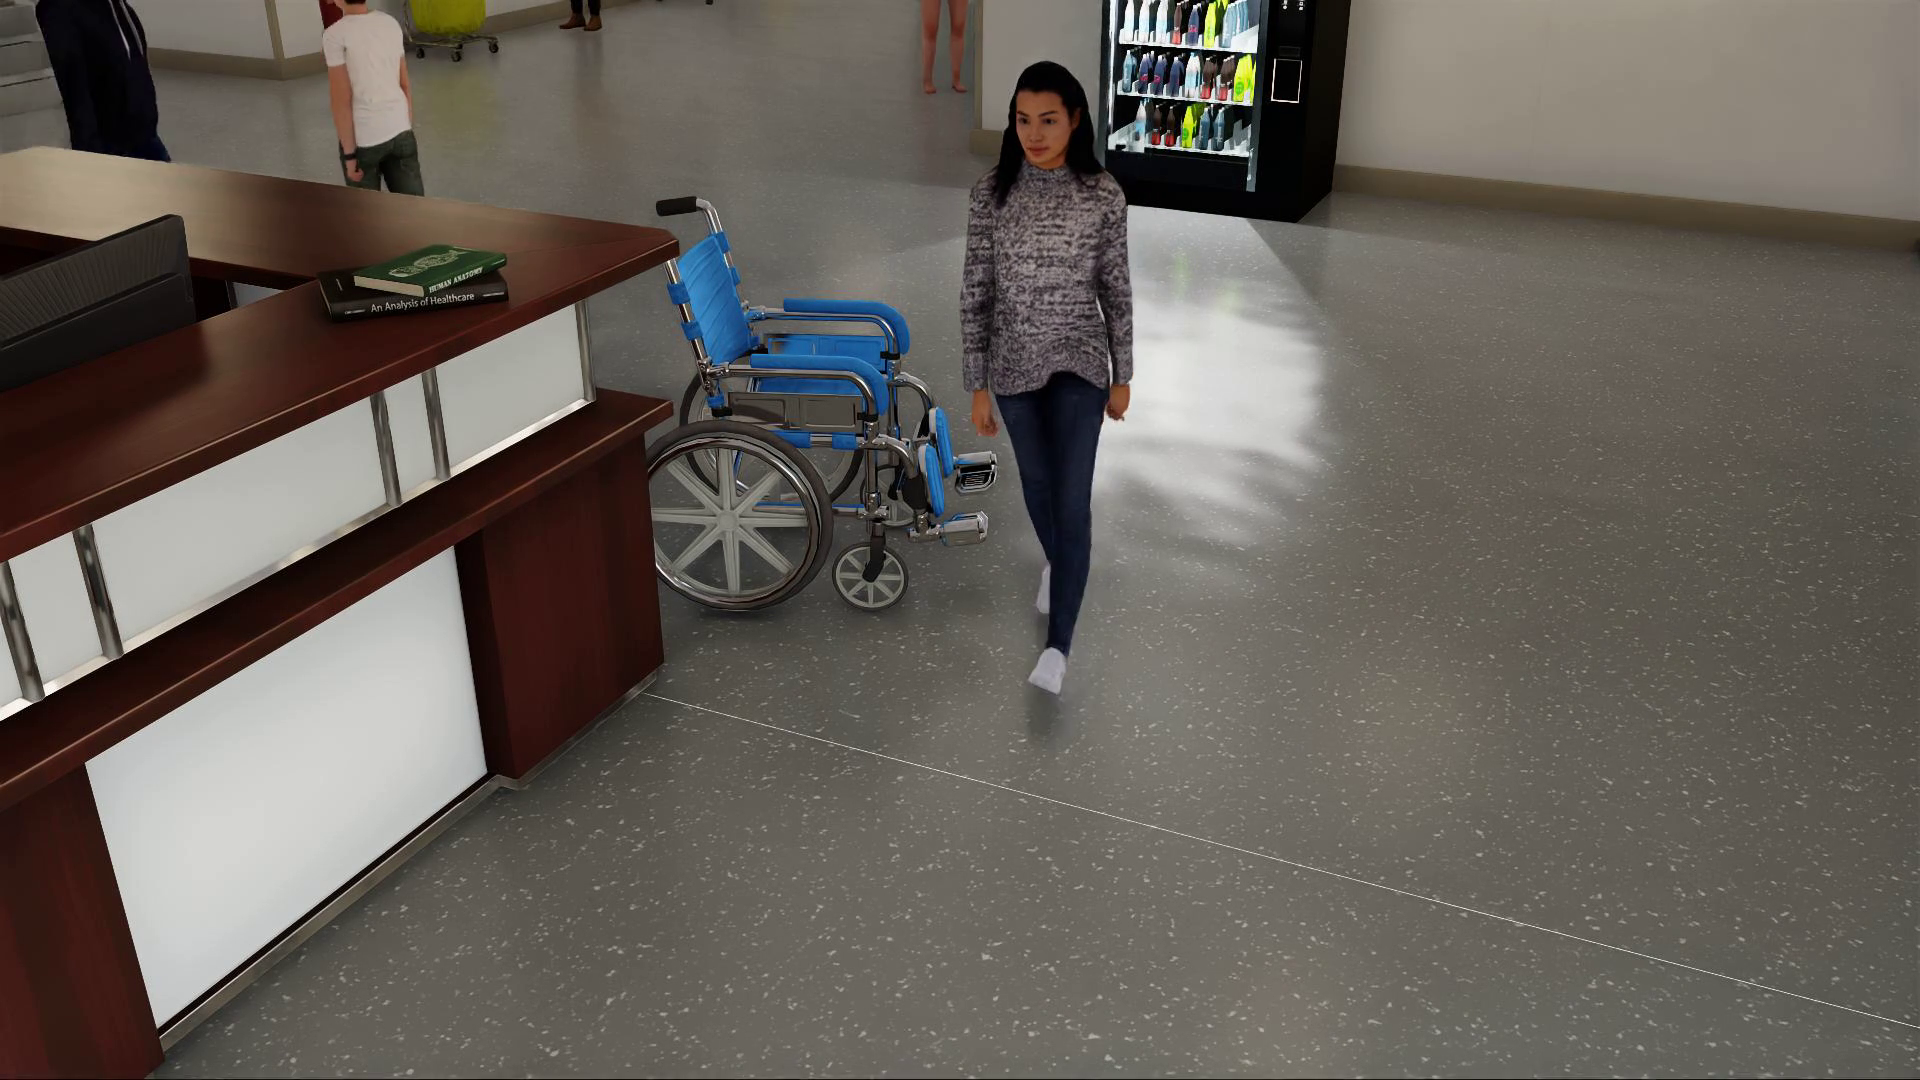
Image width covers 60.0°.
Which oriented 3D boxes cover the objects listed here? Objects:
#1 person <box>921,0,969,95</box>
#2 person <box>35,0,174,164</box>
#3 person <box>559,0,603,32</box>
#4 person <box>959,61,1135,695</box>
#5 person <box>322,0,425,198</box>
[{"bbox_3d":[-0.110,-4.278,12.588,0.681,1.707,0.752,-7,27,-14],"label":"person"},{"bbox_3d":[-3.640,-1.667,6.989,1.257,1.867,0.941,3,26,6],"label":"person"},{"bbox_3d":[-3.498,-5.554,15.163,0.550,1.726,0.706,12,28,24],"label":"person"},{"bbox_3d":[0.262,-0.489,4.755,1.168,1.685,0.826,5,26,11],"label":"person"},{"bbox_3d":[-2.544,-1.752,7.438,1.135,1.631,0.798,22,33,37],"label":"person"}]
